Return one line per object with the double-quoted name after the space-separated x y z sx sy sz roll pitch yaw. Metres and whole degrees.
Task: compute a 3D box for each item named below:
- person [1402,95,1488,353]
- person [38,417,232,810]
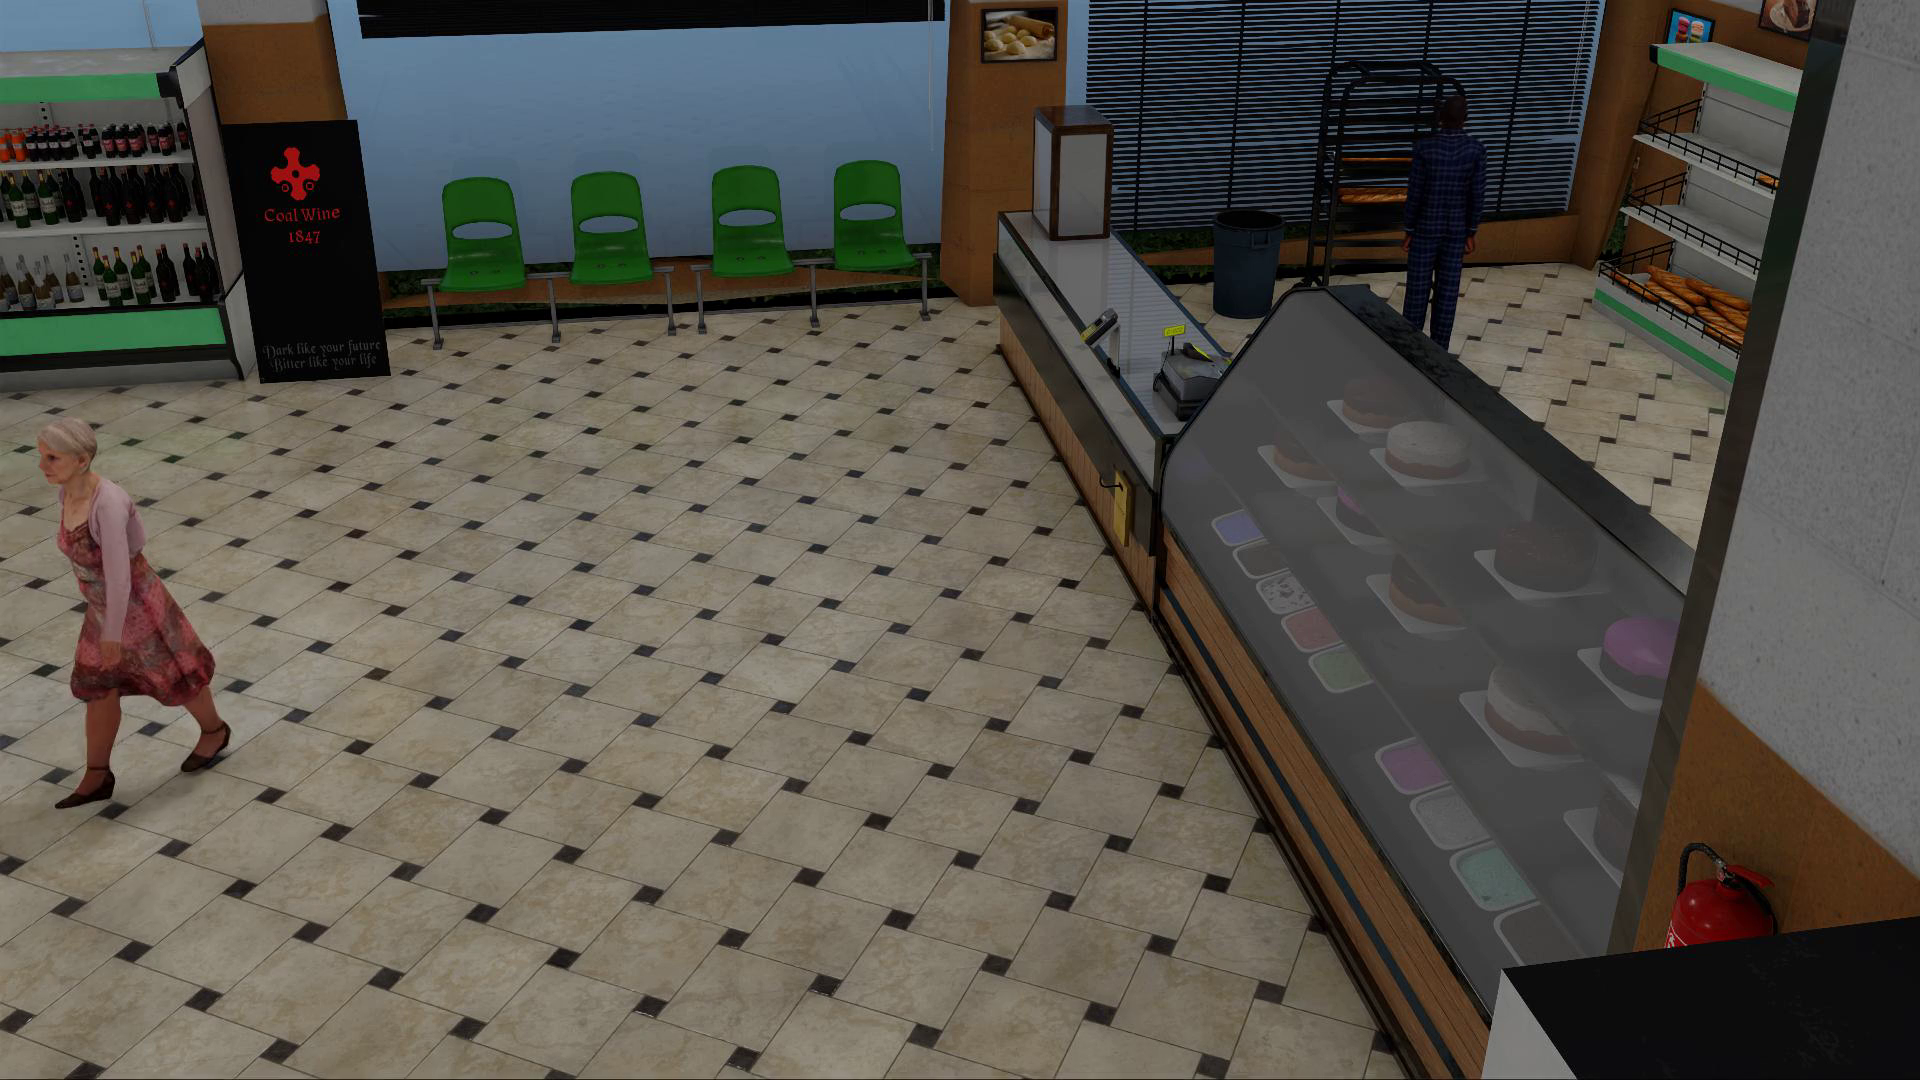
3.242 -2.097 11.264 0.675 1.824 0.811 5 27 9 "person"
-3.325 0.260 6.801 1.002 1.656 1.020 14 30 25 "person"
